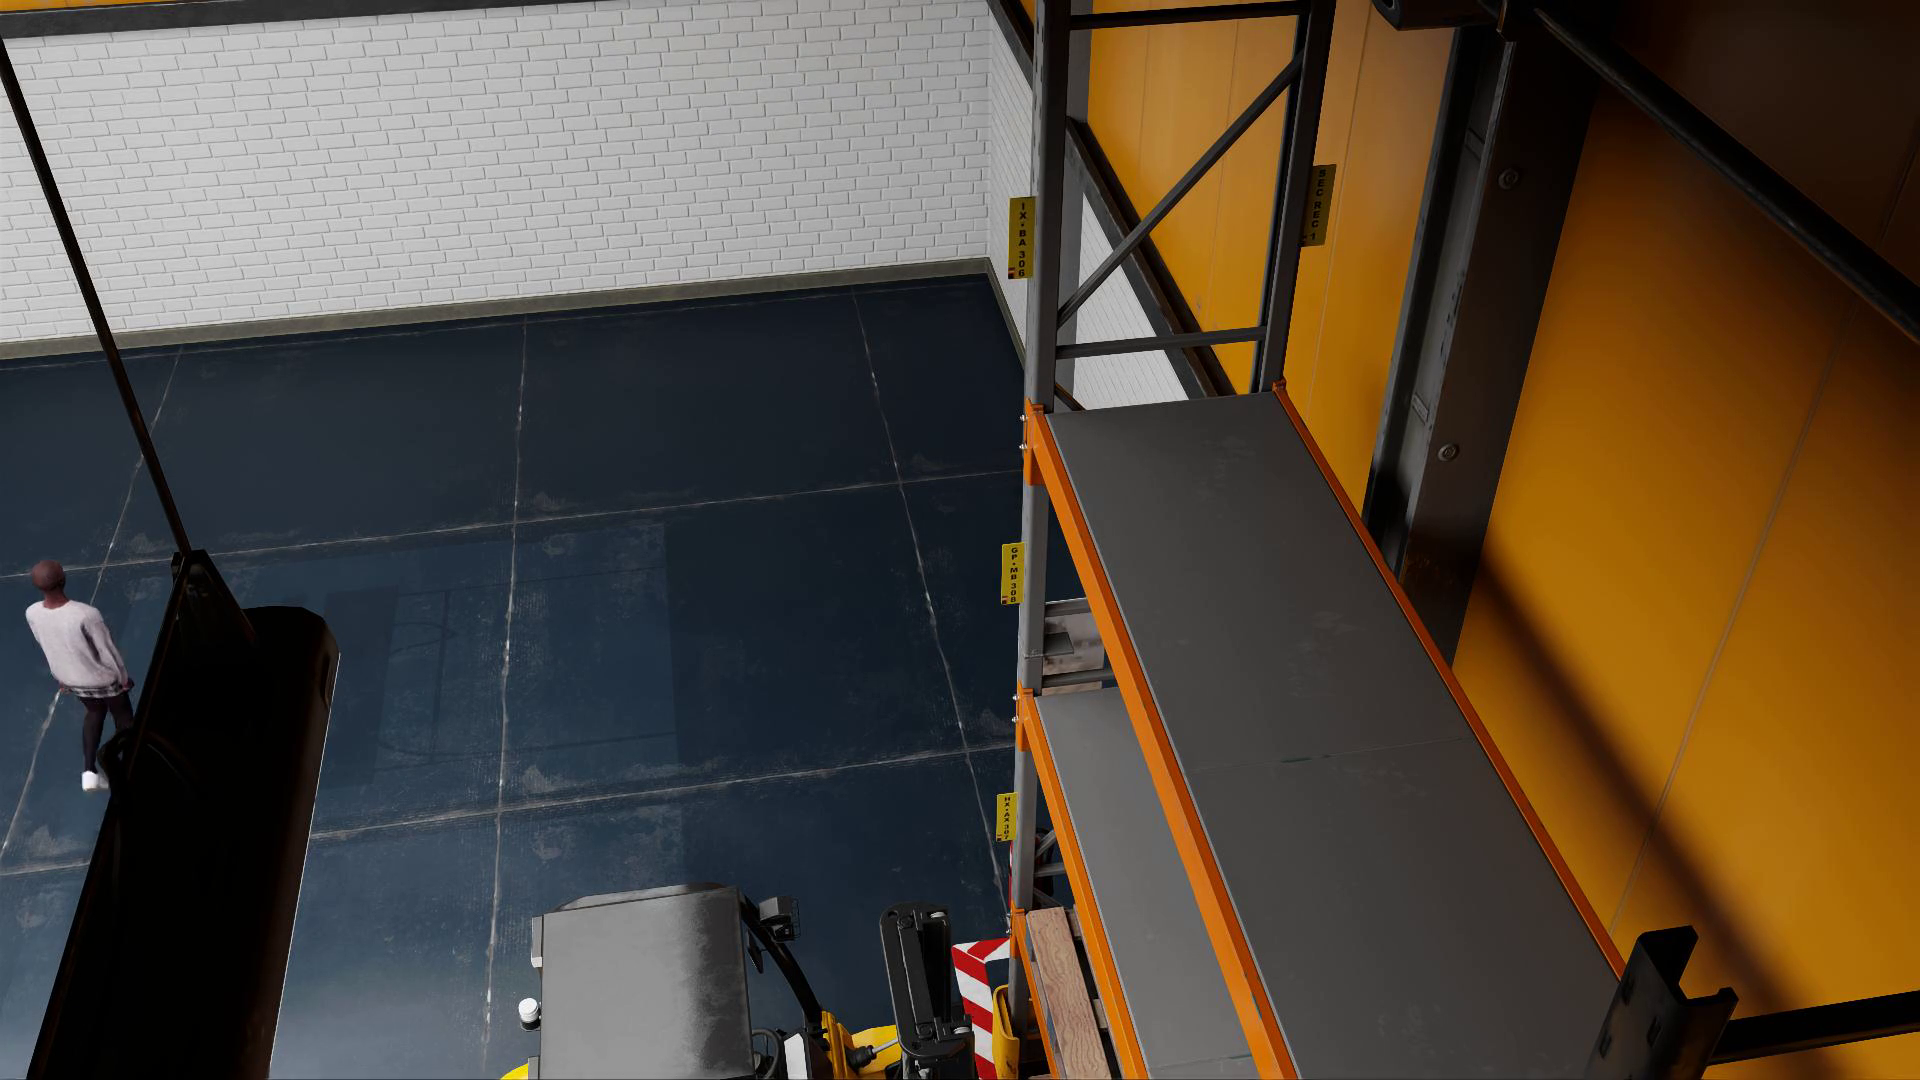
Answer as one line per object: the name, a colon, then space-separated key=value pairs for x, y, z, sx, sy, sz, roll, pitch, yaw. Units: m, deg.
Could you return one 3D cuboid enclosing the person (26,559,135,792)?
person: x=-5.321 y=0.886 z=10.119 sx=0.744 sy=1.759 sz=0.916 roll=3 pitch=39 yaw=3
